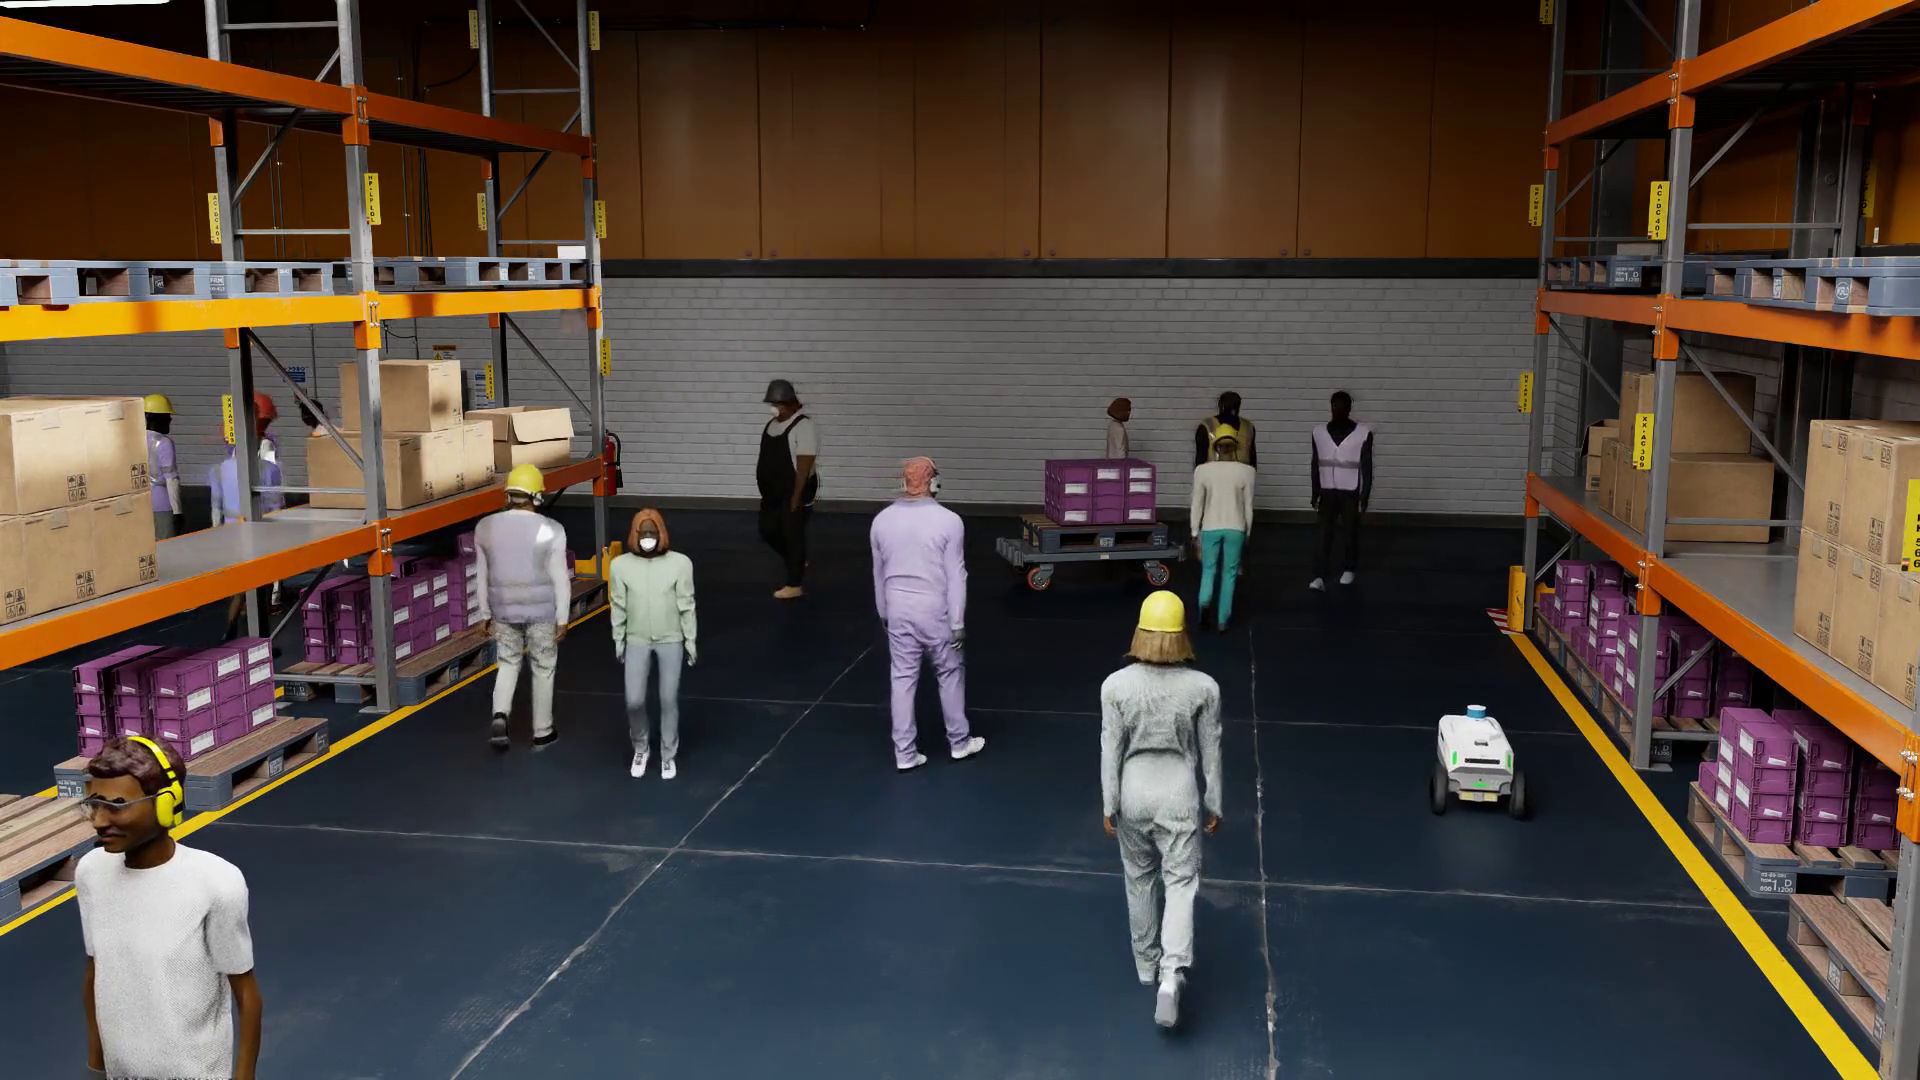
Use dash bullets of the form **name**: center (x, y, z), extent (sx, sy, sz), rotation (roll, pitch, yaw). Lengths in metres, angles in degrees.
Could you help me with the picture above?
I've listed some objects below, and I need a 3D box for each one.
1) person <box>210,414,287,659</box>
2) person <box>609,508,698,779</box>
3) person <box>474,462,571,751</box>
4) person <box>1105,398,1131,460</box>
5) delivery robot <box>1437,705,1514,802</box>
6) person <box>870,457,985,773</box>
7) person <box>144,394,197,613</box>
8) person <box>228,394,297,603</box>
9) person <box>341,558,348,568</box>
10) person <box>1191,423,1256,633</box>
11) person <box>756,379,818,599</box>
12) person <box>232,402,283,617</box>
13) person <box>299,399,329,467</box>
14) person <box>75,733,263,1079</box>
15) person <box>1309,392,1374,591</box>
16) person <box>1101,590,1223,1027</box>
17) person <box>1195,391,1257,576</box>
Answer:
- **person**: center (-5.391, -0.002, 12.634), extent (0.551, 1.918, 0.477), rotation (2, 9, 11)
- **person**: center (-1.790, 0.617, 9.750), extent (0.508, 1.619, 0.387), rotation (-1, 9, -7)
- **person**: center (-2.688, 0.438, 10.223), extent (0.604, 1.820, 0.549), rotation (1, 9, 4)
- **person**: center (1.716, -0.739, 18.086), extent (0.287, 1.623, 0.511), rotation (-1, 9, -7)
- **delivery robot**: center (2.883, 1.169, 9.319), extent (0.477, 0.478, 0.707), rotation (2, 9, 10)
- **person**: center (-0.175, 0.432, 10.040), extent (0.678, 1.884, 0.738), rotation (5, 10, 28)
- **person**: center (-6.991, -0.312, 14.531), extent (0.594, 1.922, 0.376), rotation (5, 11, 30)
- **person**: center (-6.315, -0.339, 14.856), extent (0.565, 1.921, 0.430), rotation (5, 11, 30)
- **person**: center (-5.959, -0.496, 16.631), extent (0.549, 1.604, 0.683), rotation (8, 12, 42)
- **person**: center (2.154, -0.081, 13.665), extent (0.518, 1.748, 0.486), rotation (2, 9, 14)
- **person**: center (-1.585, -0.482, 15.220), extent (0.684, 2.000, 0.583), rotation (9, 13, 44)
- **person**: center (-6.103, -0.265, 14.369), extent (0.577, 1.883, 0.353), rotation (7, 12, 38)
- **person**: center (-6.590, -0.659, 17.464), extent (0.695, 1.661, 0.547), rotation (-2, 9, -11)
- **person**: center (-1.995, 1.394, 4.193), extent (0.515, 1.867, 0.333), rotation (2, 10, 15)
- **person**: center (3.570, -0.461, 15.625), extent (0.613, 1.862, 0.996), rotation (5, 11, 29)
- **person**: center (0.808, 1.060, 6.717), extent (0.492, 1.714, 0.786), rotation (1, 9, 8)
- **person**: center (2.612, -0.569, 16.437), extent (0.636, 1.828, 0.562), rotation (-3, 10, -17)
